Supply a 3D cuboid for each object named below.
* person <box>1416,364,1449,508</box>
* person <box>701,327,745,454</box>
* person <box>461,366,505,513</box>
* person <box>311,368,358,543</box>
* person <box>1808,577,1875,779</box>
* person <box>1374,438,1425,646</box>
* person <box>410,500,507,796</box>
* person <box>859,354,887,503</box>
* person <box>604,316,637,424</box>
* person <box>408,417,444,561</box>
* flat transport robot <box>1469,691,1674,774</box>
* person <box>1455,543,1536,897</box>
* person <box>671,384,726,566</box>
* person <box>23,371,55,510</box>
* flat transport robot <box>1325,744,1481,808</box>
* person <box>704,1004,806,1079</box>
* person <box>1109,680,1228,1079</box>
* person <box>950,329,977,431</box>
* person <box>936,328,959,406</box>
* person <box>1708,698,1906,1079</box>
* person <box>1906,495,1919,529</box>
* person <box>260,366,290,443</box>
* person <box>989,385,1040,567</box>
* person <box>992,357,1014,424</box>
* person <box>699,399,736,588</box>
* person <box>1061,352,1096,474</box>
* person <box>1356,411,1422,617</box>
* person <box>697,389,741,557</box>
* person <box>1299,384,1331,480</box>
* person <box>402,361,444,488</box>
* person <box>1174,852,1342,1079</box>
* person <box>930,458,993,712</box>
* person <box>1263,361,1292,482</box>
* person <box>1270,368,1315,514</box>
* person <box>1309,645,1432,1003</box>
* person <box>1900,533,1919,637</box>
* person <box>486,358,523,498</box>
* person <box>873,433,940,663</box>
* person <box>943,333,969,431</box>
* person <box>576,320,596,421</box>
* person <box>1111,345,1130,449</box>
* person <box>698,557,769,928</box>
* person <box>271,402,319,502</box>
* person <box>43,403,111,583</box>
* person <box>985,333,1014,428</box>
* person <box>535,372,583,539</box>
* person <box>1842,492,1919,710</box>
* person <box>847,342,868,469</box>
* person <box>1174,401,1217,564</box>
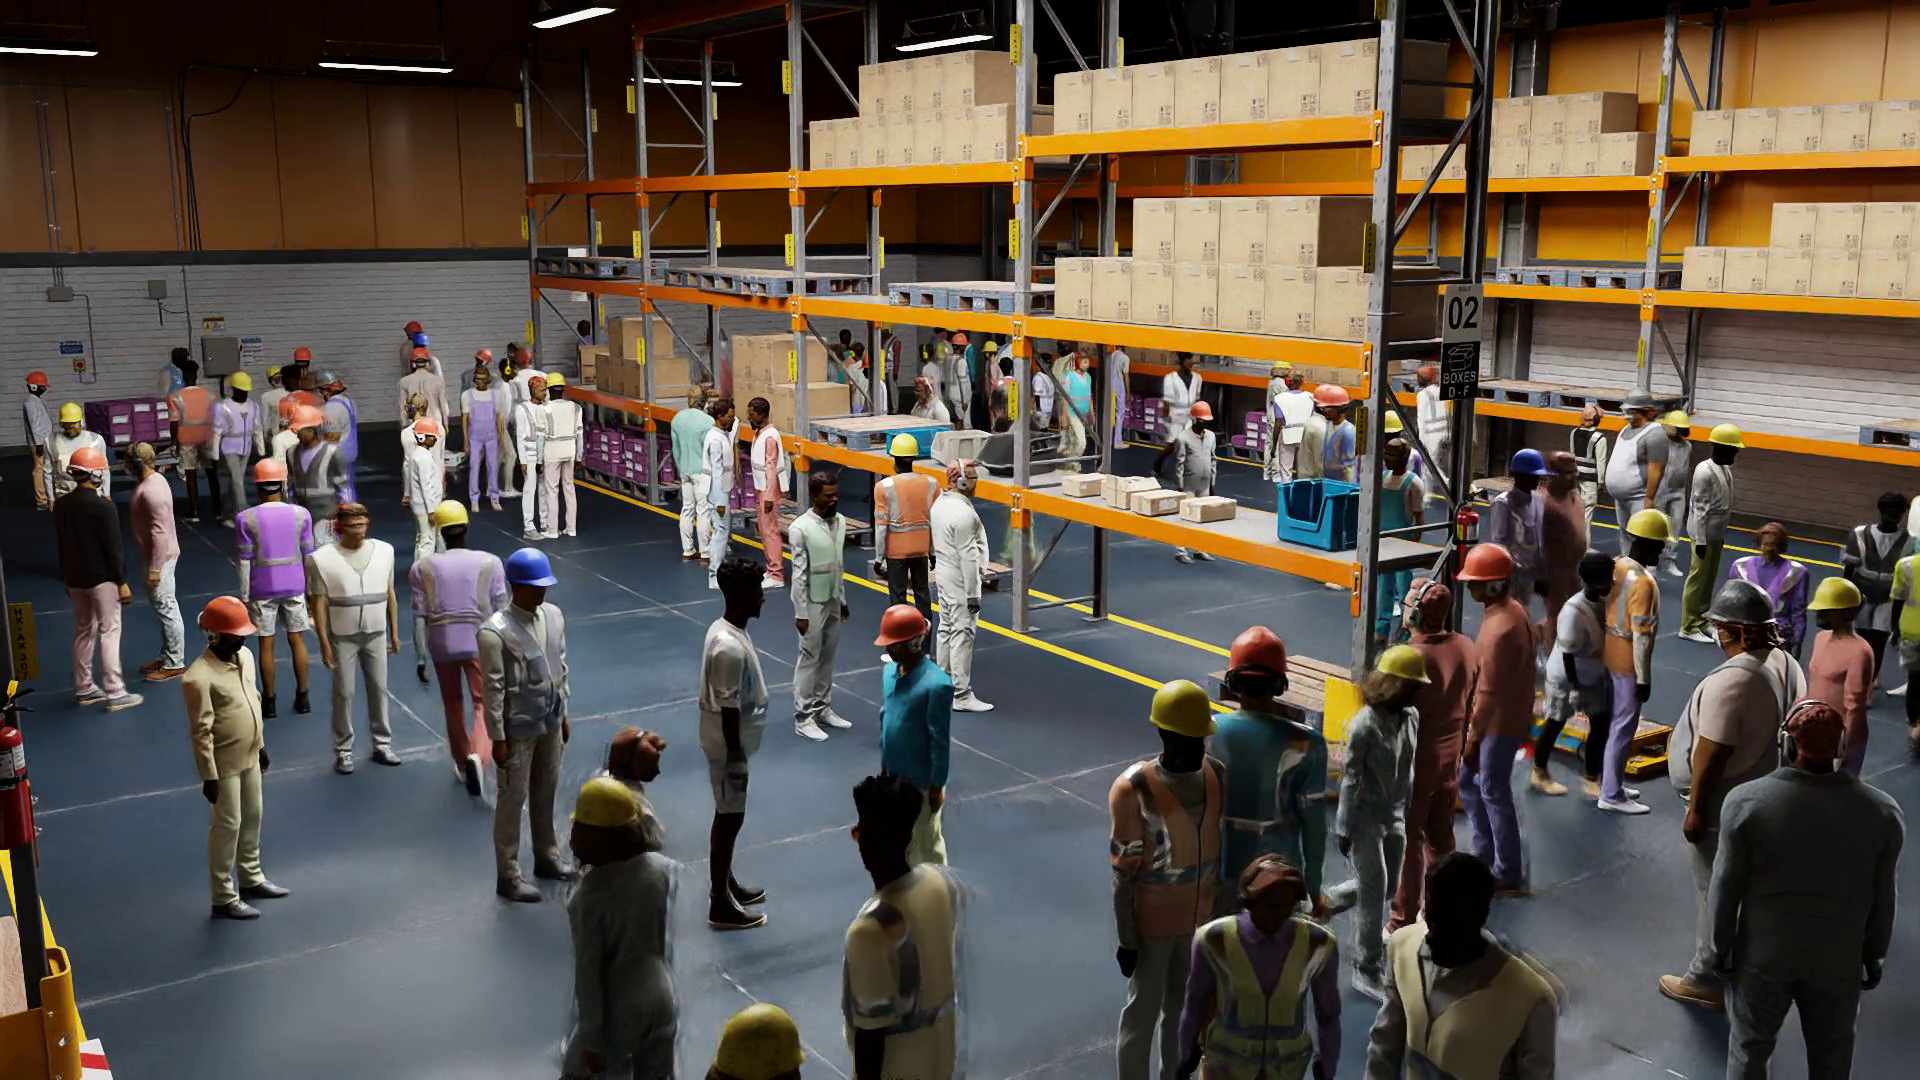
[{"bbox_3d":[6.013,-1.281,20.916,0.668,1.857,0.584,11,15,43],"label":"person"},{"bbox_3d":[-3.810,-2.331,25.783,0.880,2.000,0.687,1,11,5],"label":"person"},{"bbox_3d":[-5.962,-1.257,20.804,0.507,1.840,0.344,-6,12,-27],"label":"person"},{"bbox_3d":[-7.000,-0.915,18.535,0.536,2.000,0.677,0,11,-2],"label":"person"},{"bbox_3d":[4.767,1.070,9.110,0.340,1.761,0.531,0,11,0],"label":"person"},{"bbox_3d":[3.703,0.043,14.133,0.345,1.845,0.505,-6,13,-30],"label":"person"},{"bbox_3d":[-3.200,0.697,10.683,0.598,1.895,0.763,-3,11,-15],"label":"person"},{"bbox_3d":[-1.115,-1.440,21.532,0.390,1.926,0.542,1,11,3],"label":"person"},{"bbox_3d":[-6.054,-3.016,29.581,0.512,1.949,0.620,-4,12,-21],"label":"person"},{"bbox_3d":[-5.203,-0.328,16.287,0.339,1.745,0.561,-5,12,-25],"label":"person"},{"bbox_3d":[4.331,1.313,11.674,0.652,0.197,1.431,-7,13,-33],"label":"flat transport robot"},{"bbox_3d":[2.848,0.982,9.004,0.578,1.968,0.631,4,12,20],"label":"person"},{"bbox_3d":[-2.785,-0.691,17.666,0.627,1.935,0.371,9,14,38],"label":"person"},{"bbox_3d":[-11.629,-1.248,21.048,0.332,1.723,0.559,-5,12,-25],"label":"person"},{"bbox_3d":[2.697,1.499,10.724,1.431,0.197,0.652,2,11,9],"label":"flat transport robot"},{"bbox_3d":[-0.527,2.023,4.300,0.491,1.731,0.324,6,12,27],"label":"person"},{"bbox_3d":[0.843,1.481,6.566,0.584,1.927,0.367,-9,14,-37],"label":"person"},{"bbox_3d":[0.054,-2.742,28.397,0.429,1.841,0.634,-10,15,-43],"label":"person"},{"bbox_3d":[-0.159,-2.790,28.478,0.441,1.910,0.588,9,14,39],"label":"person"},{"bbox_3d":[3.199,1.536,6.368,0.648,1.900,0.400,4,12,18],"label":"person"},{"bbox_3d":[8.204,0.161,13.933,0.537,1.691,0.319,3,11,14],"label":"person"},{"bbox_3d":[-8.961,-1.434,21.966,0.541,1.724,0.778,-10,15,-40],"label":"person"},{"bbox_3d":[0.519,-0.682,17.343,0.821,2.000,0.748,-7,13,-32],"label":"person"},{"bbox_3d":[0.680,-1.767,23.770,0.534,1.698,0.322,-8,14,-37],"label":"person"},{"bbox_3d":[-2.388,-0.456,16.545,0.408,1.907,0.598,-1,11,-5],"label":"person"},{"bbox_3d":[1.682,-1.685,23.003,0.571,1.824,0.586,9,14,37],"label":"person"},{"bbox_3d":[3.951,-0.241,15.375,0.590,1.926,0.388,2,11,10],"label":"person"},{"bbox_3d":[-2.665,-0.731,18.092,0.565,1.845,0.387,-2,11,-12],"label":"person"},{"bbox_3d":[3.696,-0.615,17.154,0.411,1.985,0.617,1,11,4],"label":"person"},{"bbox_3d":[-7.178,-1.550,22.212,0.580,1.872,0.602,8,14,37],"label":"person"},{"bbox_3d":[1.027,1.800,5.794,0.559,1.592,0.855,0,11,2],"label":"person"},{"bbox_3d":[0.017,0.333,12.493,0.408,1.908,0.641,-4,12,-21],"label":"person"},{"bbox_3d":[4.453,-1.685,23.248,0.312,1.741,0.487,-3,12,-16],"label":"person"},{"bbox_3d":[4.080,-1.173,20.354,0.565,1.845,0.387,-3,12,-16],"label":"person"},{"bbox_3d":[1.945,1.312,7.992,0.515,1.712,0.654,-8,14,-37],"label":"person"},{"bbox_3d":[6.871,0.504,11.663,0.662,1.881,0.443,-5,12,-25],"label":"person"},{"bbox_3d":[-6.011,-1.469,21.921,0.510,1.846,0.547,-4,12,-19],"label":"person"},{"bbox_3d":[-0.443,0.080,13.726,0.589,1.930,0.361,-6,12,-27],"label":"person"},{"bbox_3d":[-0.032,-2.172,25.254,0.387,1.930,0.544,-7,13,-30],"label":"person"},{"bbox_3d":[-6.356,-2.801,28.470,0.370,1.933,0.627,4,12,18],"label":"person"},{"bbox_3d":[2.518,-2.360,26.466,0.354,1.834,0.524,-8,14,-35],"label":"person"},{"bbox_3d":[-1.178,1.051,8.704,0.379,1.960,0.607,-1,11,-7],"label":"person"},{"bbox_3d":[-6.929,-0.596,17.677,0.706,1.727,0.590,6,12,26],"label":"person"},{"bbox_3d":[-8.935,-0.481,16.853,0.600,1.827,0.404,-6,13,-28],"label":"person"},{"bbox_3d":[0.685,-2.580,27.372,0.591,1.919,0.391,6,13,28],"label":"person"},{"bbox_3d":[-4.621,-0.968,19.149,0.590,1.911,0.398,-11,15,-43],"label":"person"},{"bbox_3d":[7.042,0.419,12.723,0.543,1.652,0.825,8,14,36],"label":"person"},{"bbox_3d":[-1.477,-1.971,24.393,0.313,1.865,0.528,10,15,42],"label":"person"},{"bbox_3d":[2.528,-0.613,17.749,0.567,1.744,0.350,-7,13,-33],"label":"person"}]
